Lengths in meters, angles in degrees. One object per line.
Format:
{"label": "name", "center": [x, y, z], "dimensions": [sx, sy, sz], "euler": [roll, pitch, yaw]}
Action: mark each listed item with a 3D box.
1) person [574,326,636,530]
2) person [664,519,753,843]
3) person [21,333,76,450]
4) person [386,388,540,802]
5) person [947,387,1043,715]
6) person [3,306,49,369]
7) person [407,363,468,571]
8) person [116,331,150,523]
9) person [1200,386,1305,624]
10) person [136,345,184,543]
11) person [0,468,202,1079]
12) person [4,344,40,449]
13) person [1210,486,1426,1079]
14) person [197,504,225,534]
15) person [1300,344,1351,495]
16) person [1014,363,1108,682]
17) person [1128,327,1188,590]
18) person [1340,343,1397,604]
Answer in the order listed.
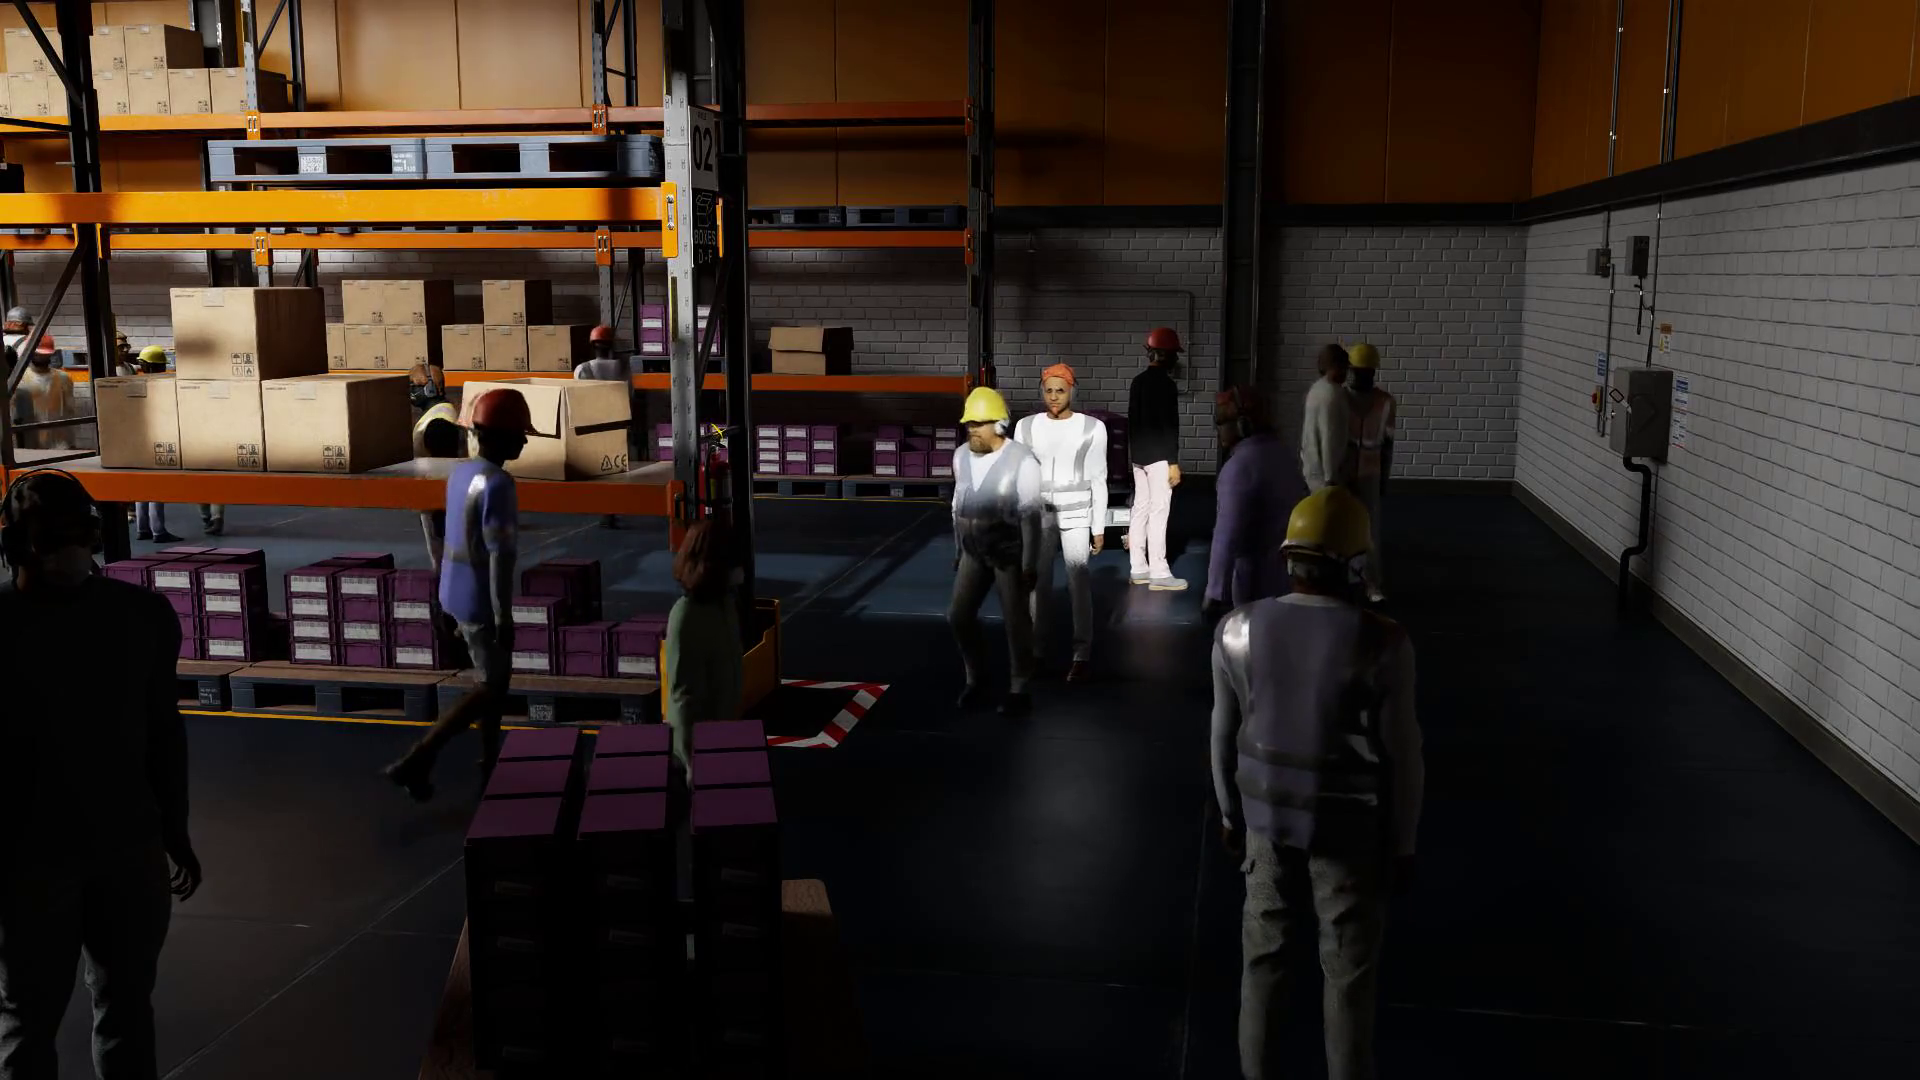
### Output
{"label": "person", "center": [-3.406, -1.073, 15.781], "dimensions": [0.575, 1.887, 0.853], "euler": [-5, 10, -28]}
{"label": "person", "center": [-0.884, 0.707, 5.722], "dimensions": [0.879, 1.580, 0.503], "euler": [2, 9, 15]}
{"label": "person", "center": [-8.230, -0.925, 14.916], "dimensions": [0.570, 1.890, 1.005], "euler": [-8, 12, -39]}
{"label": "person", "center": [-2.204, 0.275, 7.416], "dimensions": [0.720, 1.903, 0.558], "euler": [-6, 11, -31]}
{"label": "person", "center": [0.181, 0.072, 9.001], "dimensions": [0.600, 1.803, 0.487], "euler": [8, 12, 39]}
{"label": "person", "center": [-10.322, -1.568, 18.416], "dimensions": [0.678, 2.000, 0.537], "euler": [1, 9, 6]}
{"label": "person", "center": [-3.354, -0.213, 10.656], "dimensions": [0.428, 1.836, 0.625], "euler": [-3, 10, -19]}
{"label": "person", "center": [-8.066, -1.084, 16.017], "dimensions": [0.345, 1.846, 0.506], "euler": [3, 9, 15]}
{"label": "person", "center": [1.464, 0.187, 8.071], "dimensions": [0.508, 1.865, 0.682], "euler": [6, 11, 34]}
{"label": "person", "center": [-7.191, -0.855, 14.880], "dimensions": [0.523, 1.759, 0.351], "euler": [7, 12, 38]}
{"label": "person", "center": [-2.190, 0.786, 4.124], "dimensions": [0.372, 1.940, 0.632], "euler": [6, 11, 35]}
{"label": "person", "center": [-7.792, -0.728, 13.897], "dimensions": [0.947, 1.823, 0.518], "euler": [-3, 10, -20]}
{"label": "person", "center": [0.990, 0.763, 4.594], "dimensions": [0.598, 1.830, 0.404], "euler": [6, 11, 33]}
{"label": "person", "center": [-7.001, -0.946, 15.477], "dimensions": [0.596, 1.758, 0.993], "euler": [-4, 10, -25]}
{"label": "person", "center": [2.665, -0.474, 12.116], "dimensions": [0.406, 1.893, 0.663], "euler": [1, 9, 7]}
{"label": "person", "center": [0.587, -0.099, 9.816], "dimensions": [0.579, 1.878, 0.346], "euler": [3, 10, 19]}
{"label": "person", "center": [1.500, -0.617, 12.671], "dimensions": [0.392, 1.990, 0.611], "euler": [-4, 10, -22]}
{"label": "person", "center": [2.954, -0.518, 12.374], "dimensions": [0.591, 1.891, 0.855], "euler": [0, 9, 2]}
